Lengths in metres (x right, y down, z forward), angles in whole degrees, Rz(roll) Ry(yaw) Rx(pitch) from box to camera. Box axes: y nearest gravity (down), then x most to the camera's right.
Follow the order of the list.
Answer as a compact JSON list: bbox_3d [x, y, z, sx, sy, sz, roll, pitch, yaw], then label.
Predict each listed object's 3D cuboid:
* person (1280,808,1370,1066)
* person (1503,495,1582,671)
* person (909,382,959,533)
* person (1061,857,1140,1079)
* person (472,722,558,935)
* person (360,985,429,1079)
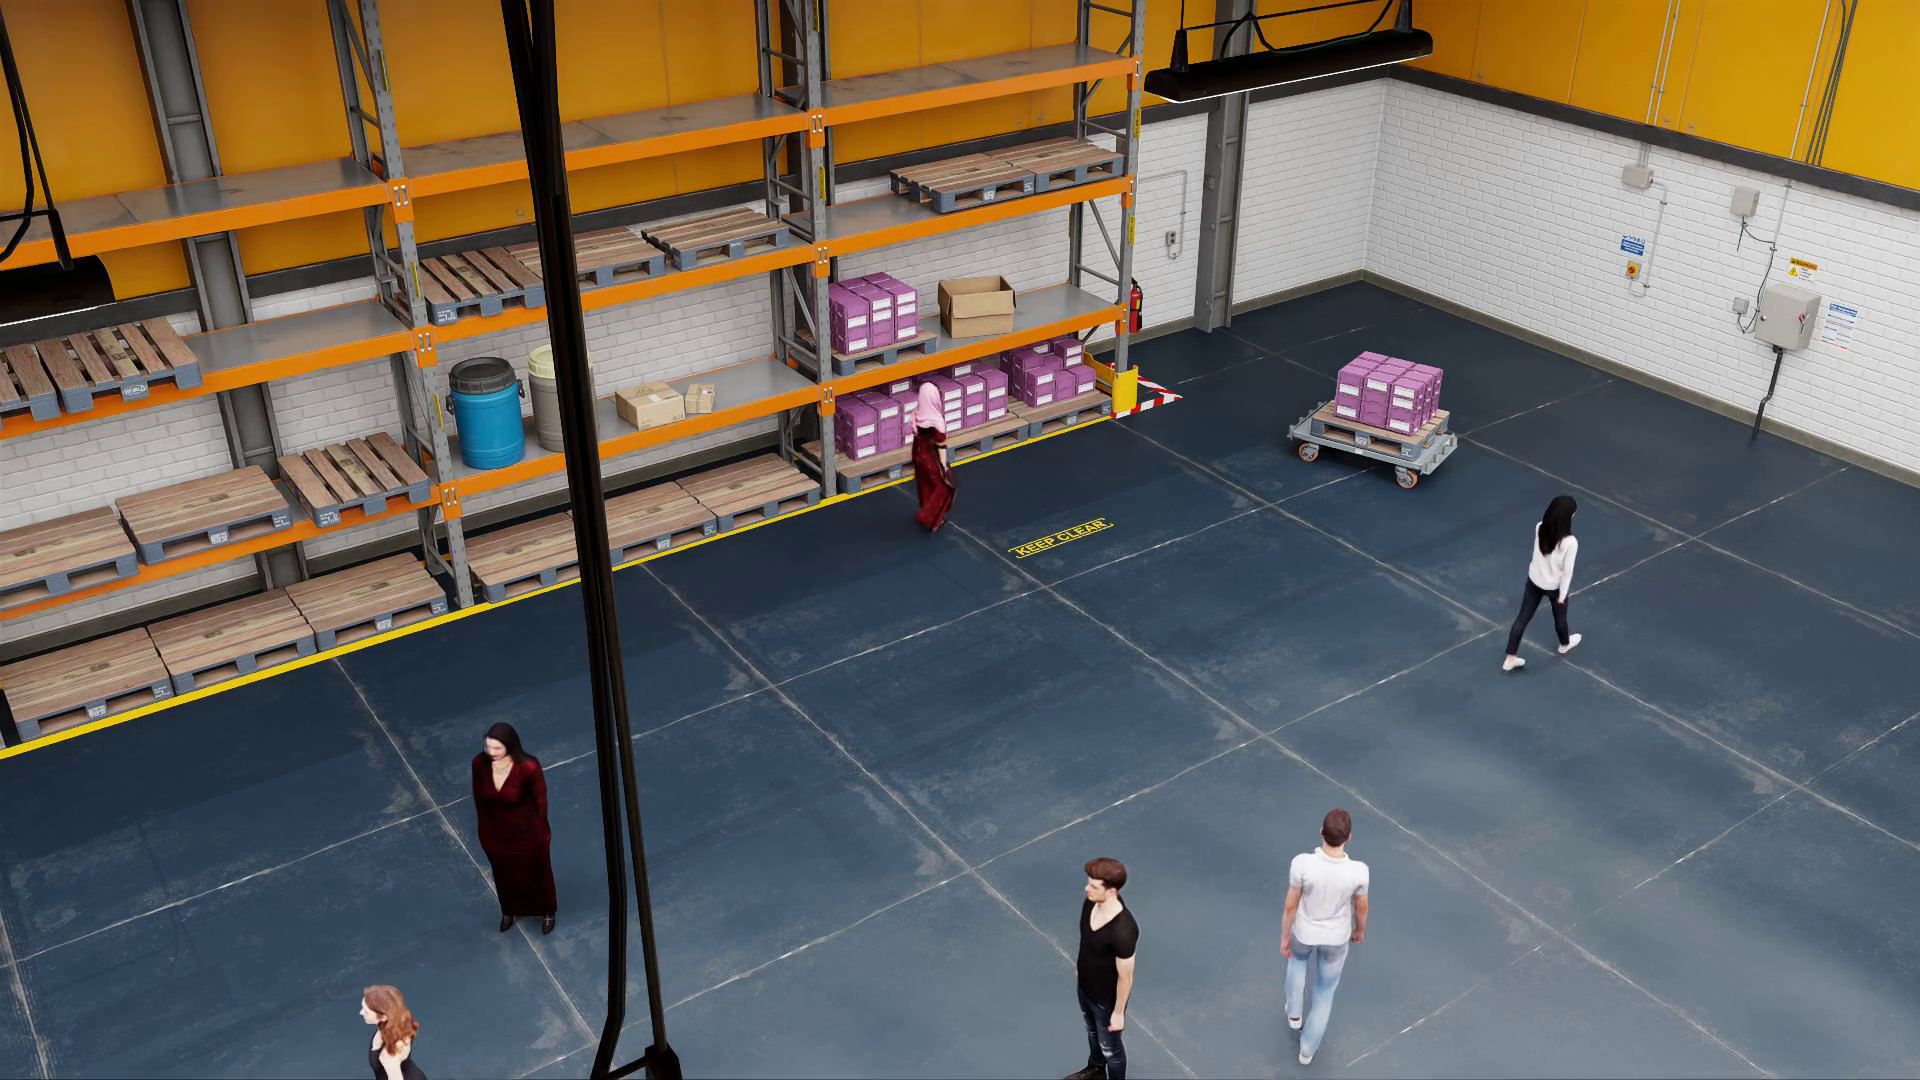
[{"bbox_3d":[2.235,2.522,10.323,0.891,1.829,0.956,7,29,13],"label":"person"},{"bbox_3d":[5.006,0.403,14.384,1.049,1.659,0.608,-19,34,-31],"label":"person"},{"bbox_3d":[-0.337,-0.794,16.599,0.698,1.639,0.718,-23,36,-35],"label":"person"},{"bbox_3d":[0.867,2.676,9.970,0.639,1.896,0.734,-11,31,-20],"label":"person"},{"bbox_3d":[-3.061,1.965,11.423,0.751,1.752,0.823,3,29,6],"label":"person"},{"bbox_3d":[-3.016,3.120,9.330,1.028,1.729,0.791,-8,30,-14],"label":"person"}]
